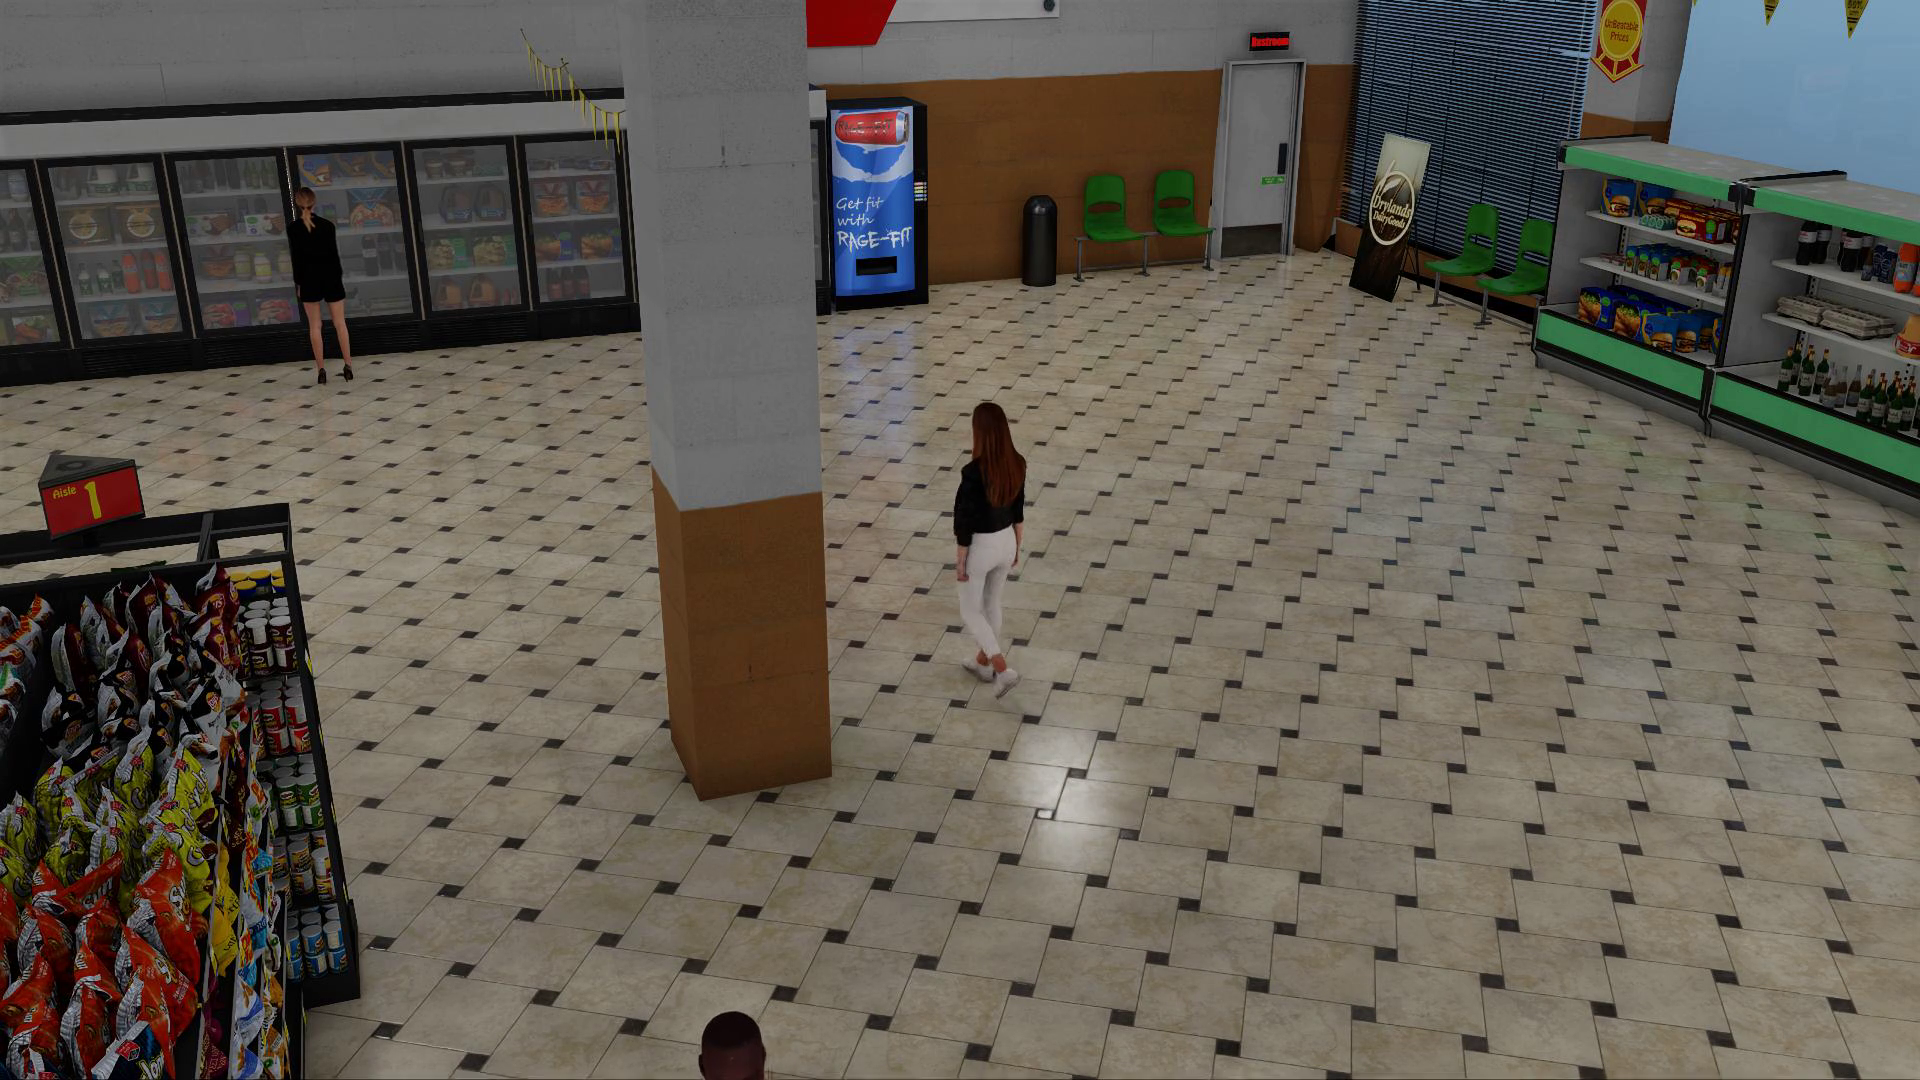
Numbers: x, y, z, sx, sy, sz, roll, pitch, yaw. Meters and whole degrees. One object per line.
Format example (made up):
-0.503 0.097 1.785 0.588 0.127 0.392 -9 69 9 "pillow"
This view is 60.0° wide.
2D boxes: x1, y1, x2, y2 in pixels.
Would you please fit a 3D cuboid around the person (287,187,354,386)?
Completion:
-5.728 -2.272 14.874 0.583 1.768 0.536 -10 24 -23 "person"

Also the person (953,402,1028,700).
0.184 0.083 9.119 0.748 1.688 0.980 -15 26 -32 "person"
